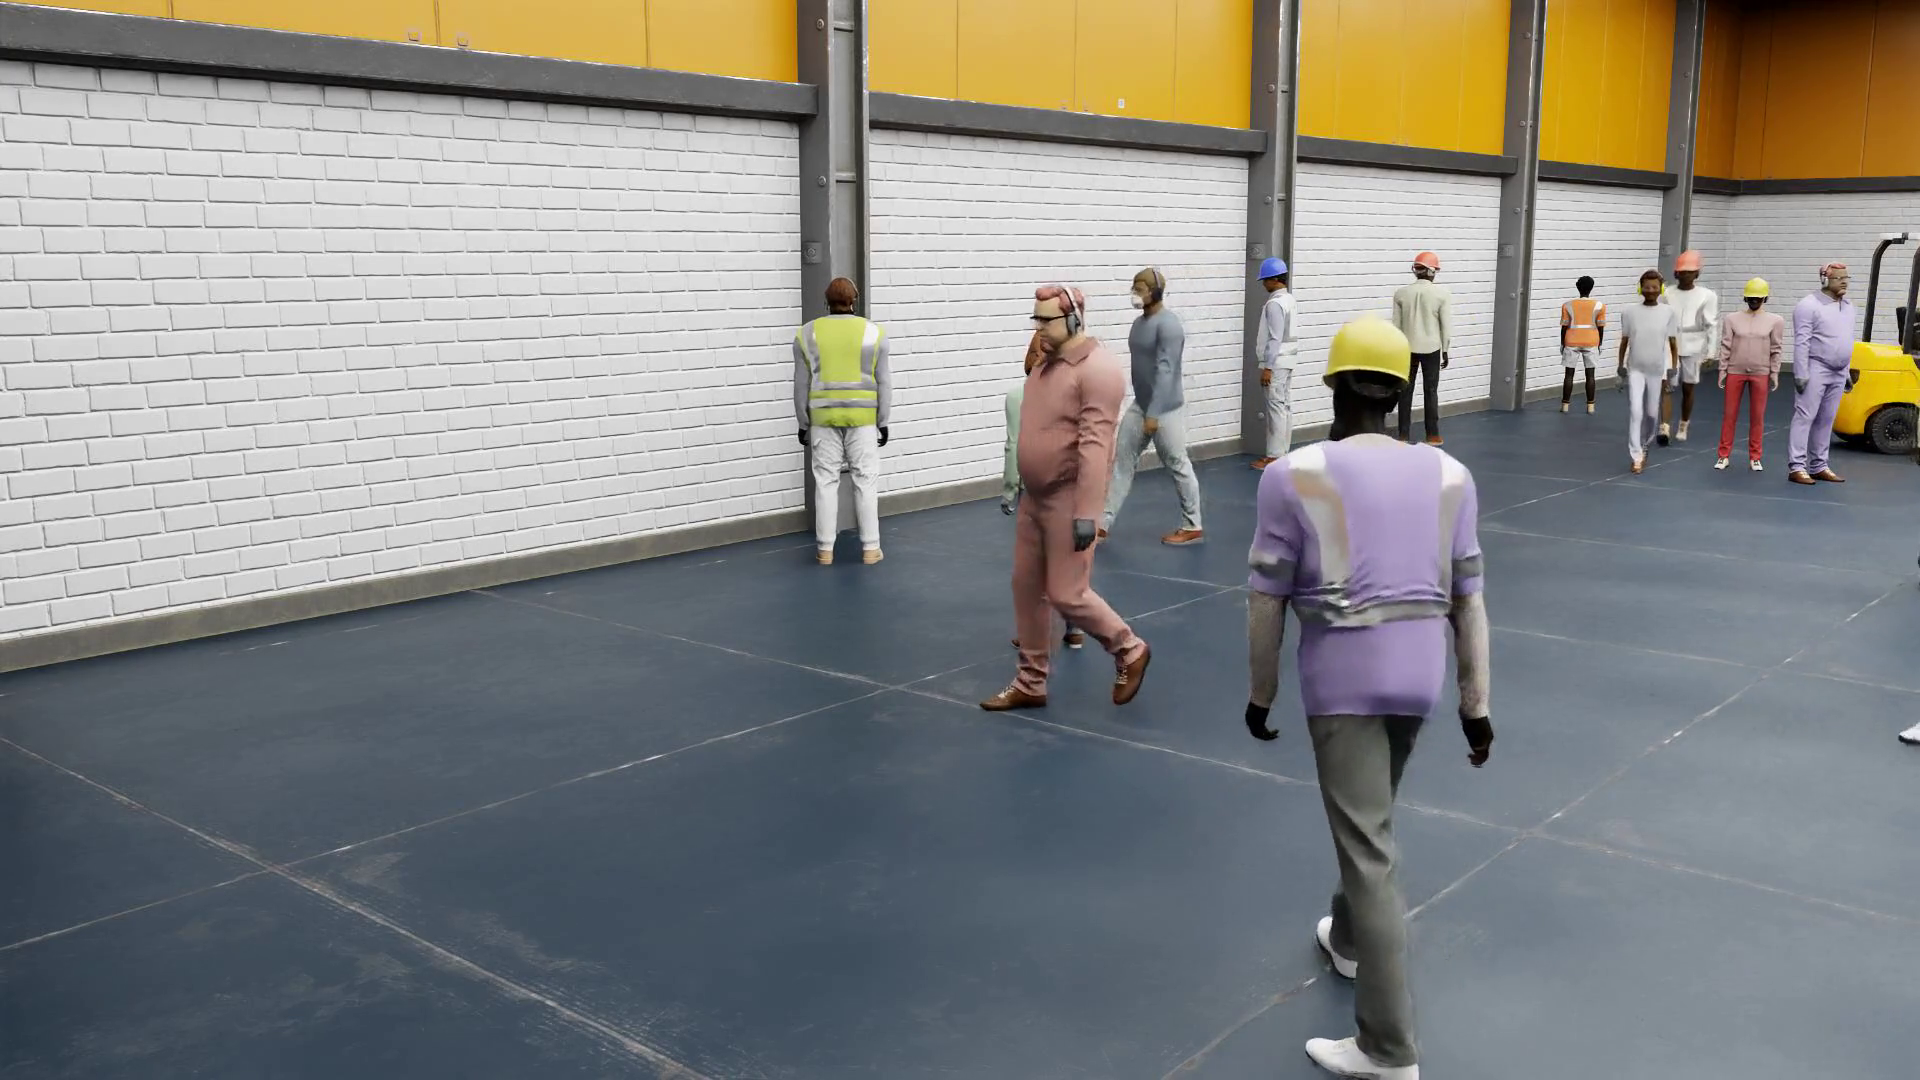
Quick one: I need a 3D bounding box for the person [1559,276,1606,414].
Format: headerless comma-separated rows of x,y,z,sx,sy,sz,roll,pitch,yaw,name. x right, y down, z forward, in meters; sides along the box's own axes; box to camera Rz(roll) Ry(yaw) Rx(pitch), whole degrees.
7.643,-2.396,20.451,0.533,1.691,0.322,4,11,20,person

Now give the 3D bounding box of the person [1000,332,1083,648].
0.447,-0.248,8.375,0.508,1.632,0.268,-4,11,-21,person

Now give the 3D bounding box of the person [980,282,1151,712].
0.458,-0.169,7.194,0.632,1.883,0.658,-5,11,-27,person

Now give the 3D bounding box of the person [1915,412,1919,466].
6.110,-0.594,9.890,0.897,1.789,0.619,-3,10,-16,person

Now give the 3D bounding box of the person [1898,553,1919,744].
4.296,0.031,6.913,0.889,1.592,0.518,-3,10,-15,person

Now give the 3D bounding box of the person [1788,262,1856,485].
7.465,-1.434,14.349,0.636,1.911,0.406,-4,11,-24,person

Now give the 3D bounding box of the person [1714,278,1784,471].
7.200,-1.506,15.184,0.523,1.761,0.323,5,11,25,person

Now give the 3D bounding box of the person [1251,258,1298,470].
2.887,-1.603,15.223,0.398,1.939,0.602,4,11,23,person

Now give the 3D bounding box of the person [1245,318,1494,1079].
1.056,0.373,4.268,0.619,1.849,0.890,-4,11,-19,person

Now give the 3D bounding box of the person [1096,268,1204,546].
1.238,-0.873,11.211,1.009,1.884,0.650,-4,11,-21,person

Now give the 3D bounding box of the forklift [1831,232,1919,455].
9.955,-1.972,16.595,2.313,2.155,1.214,1,10,8,forklift

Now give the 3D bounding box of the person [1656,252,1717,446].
7.444,-1.959,17.132,0.627,1.977,1.101,5,11,27,person

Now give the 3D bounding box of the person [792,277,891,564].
-0.752,-0.757,10.680,0.624,1.844,0.430,0,10,0,person

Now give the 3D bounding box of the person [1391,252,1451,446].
4.749,-1.964,17.141,0.612,1.987,0.401,6,11,29,person

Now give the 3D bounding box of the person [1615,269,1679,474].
6.291,-1.555,15.236,0.521,1.847,0.841,3,10,18,person
